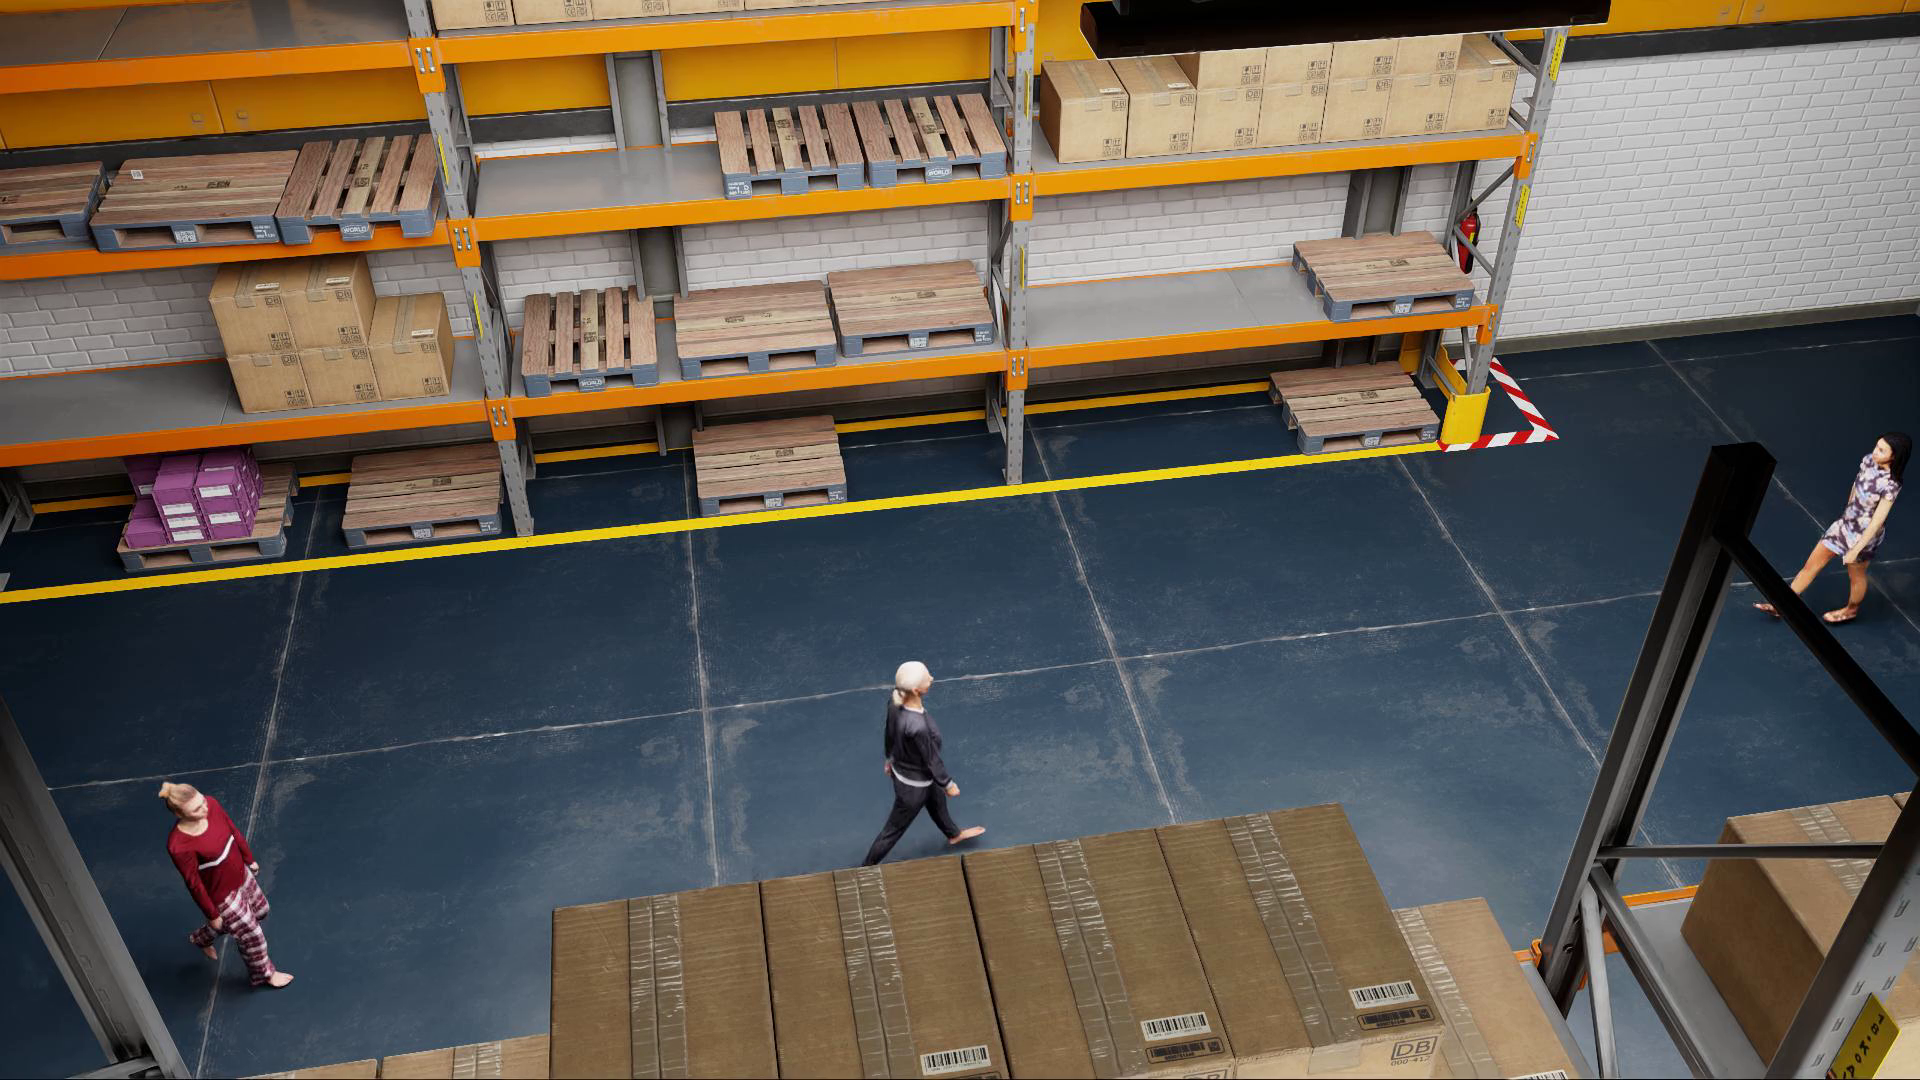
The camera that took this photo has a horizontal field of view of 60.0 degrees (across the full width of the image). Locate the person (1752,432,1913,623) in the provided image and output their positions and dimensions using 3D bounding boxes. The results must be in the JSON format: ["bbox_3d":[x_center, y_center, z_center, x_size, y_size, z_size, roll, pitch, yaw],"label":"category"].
[{"bbox_3d":[6.541,-0.041,11.972,1.042,1.699,0.648,-4,39,-5],"label":"person"}]

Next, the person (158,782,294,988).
[{"bbox_3d":[-4.265,1.955,9.485,0.884,1.683,0.752,3,39,4],"label":"person"}]

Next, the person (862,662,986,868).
[{"bbox_3d":[-0.360,1.456,10.114,1.132,1.677,0.703,-12,40,-15],"label":"person"}]
